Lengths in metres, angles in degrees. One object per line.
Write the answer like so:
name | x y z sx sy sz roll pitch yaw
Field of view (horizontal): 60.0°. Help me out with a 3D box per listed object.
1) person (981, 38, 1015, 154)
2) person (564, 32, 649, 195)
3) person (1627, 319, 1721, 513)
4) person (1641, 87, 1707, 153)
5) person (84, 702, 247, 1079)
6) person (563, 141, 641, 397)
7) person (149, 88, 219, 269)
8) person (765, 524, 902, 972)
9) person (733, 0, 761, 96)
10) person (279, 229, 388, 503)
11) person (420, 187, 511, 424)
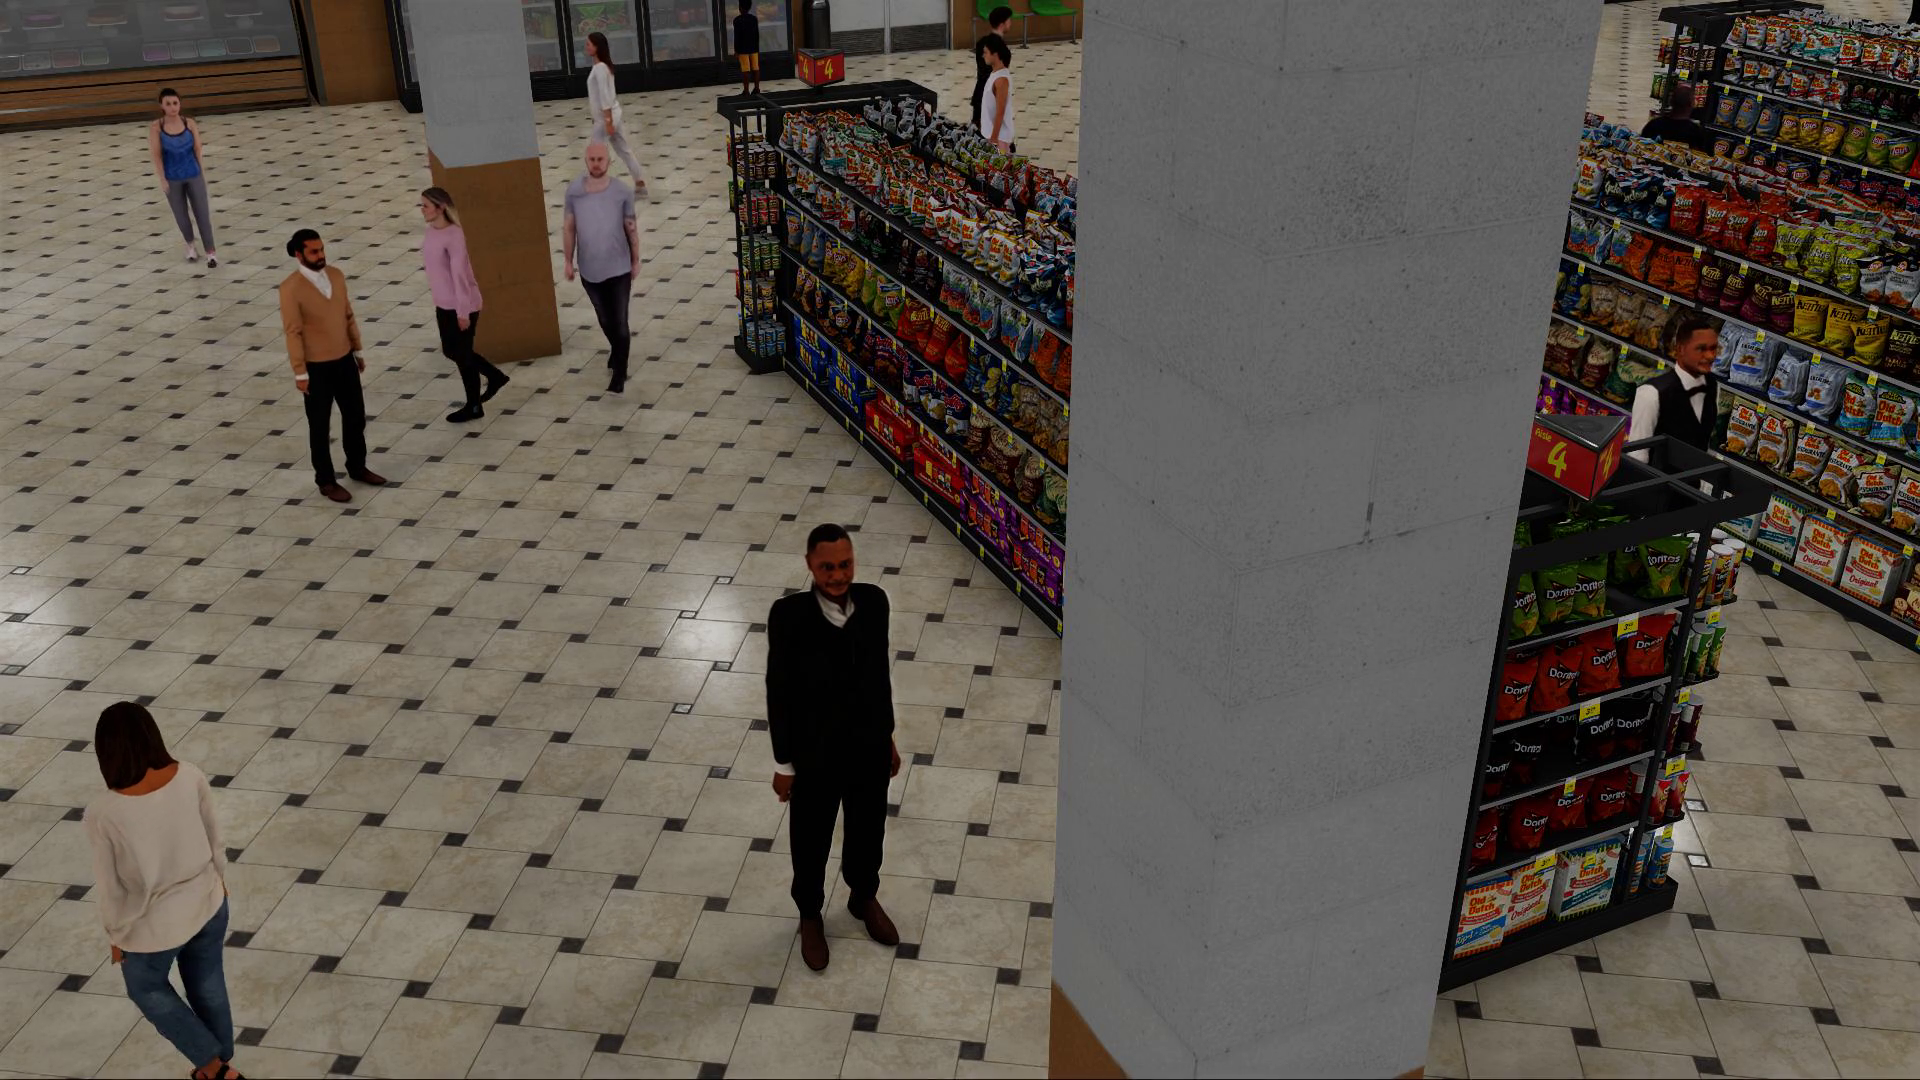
person | 0.372 -3.924 16.005 0.785 1.784 0.661 0 27 1
person | -3.482 -4.244 16.791 0.932 1.643 1.093 -2 27 -4
person | 3.605 -0.227 8.565 0.685 1.918 0.546 -12 29 -22
person | 5.835 -2.847 13.847 0.660 1.813 0.806 20 33 34
person | -2.684 1.334 5.762 0.842 1.669 0.788 18 32 32
person | -2.605 -2.024 12.259 1.071 1.782 1.295 3 27 5
person | -6.967 -3.236 14.882 0.565 1.571 1.044 -12 29 -23
person | -0.489 0.796 6.564 0.675 1.904 0.593 -13 29 -23
person | -2.716 -6.298 21.252 0.557 1.272 0.579 -19 33 -33
person | -4.011 -1.117 10.508 0.782 1.748 0.759 14 30 26
person | -3.442 -1.662 11.666 0.799 1.673 0.812 24 35 39
